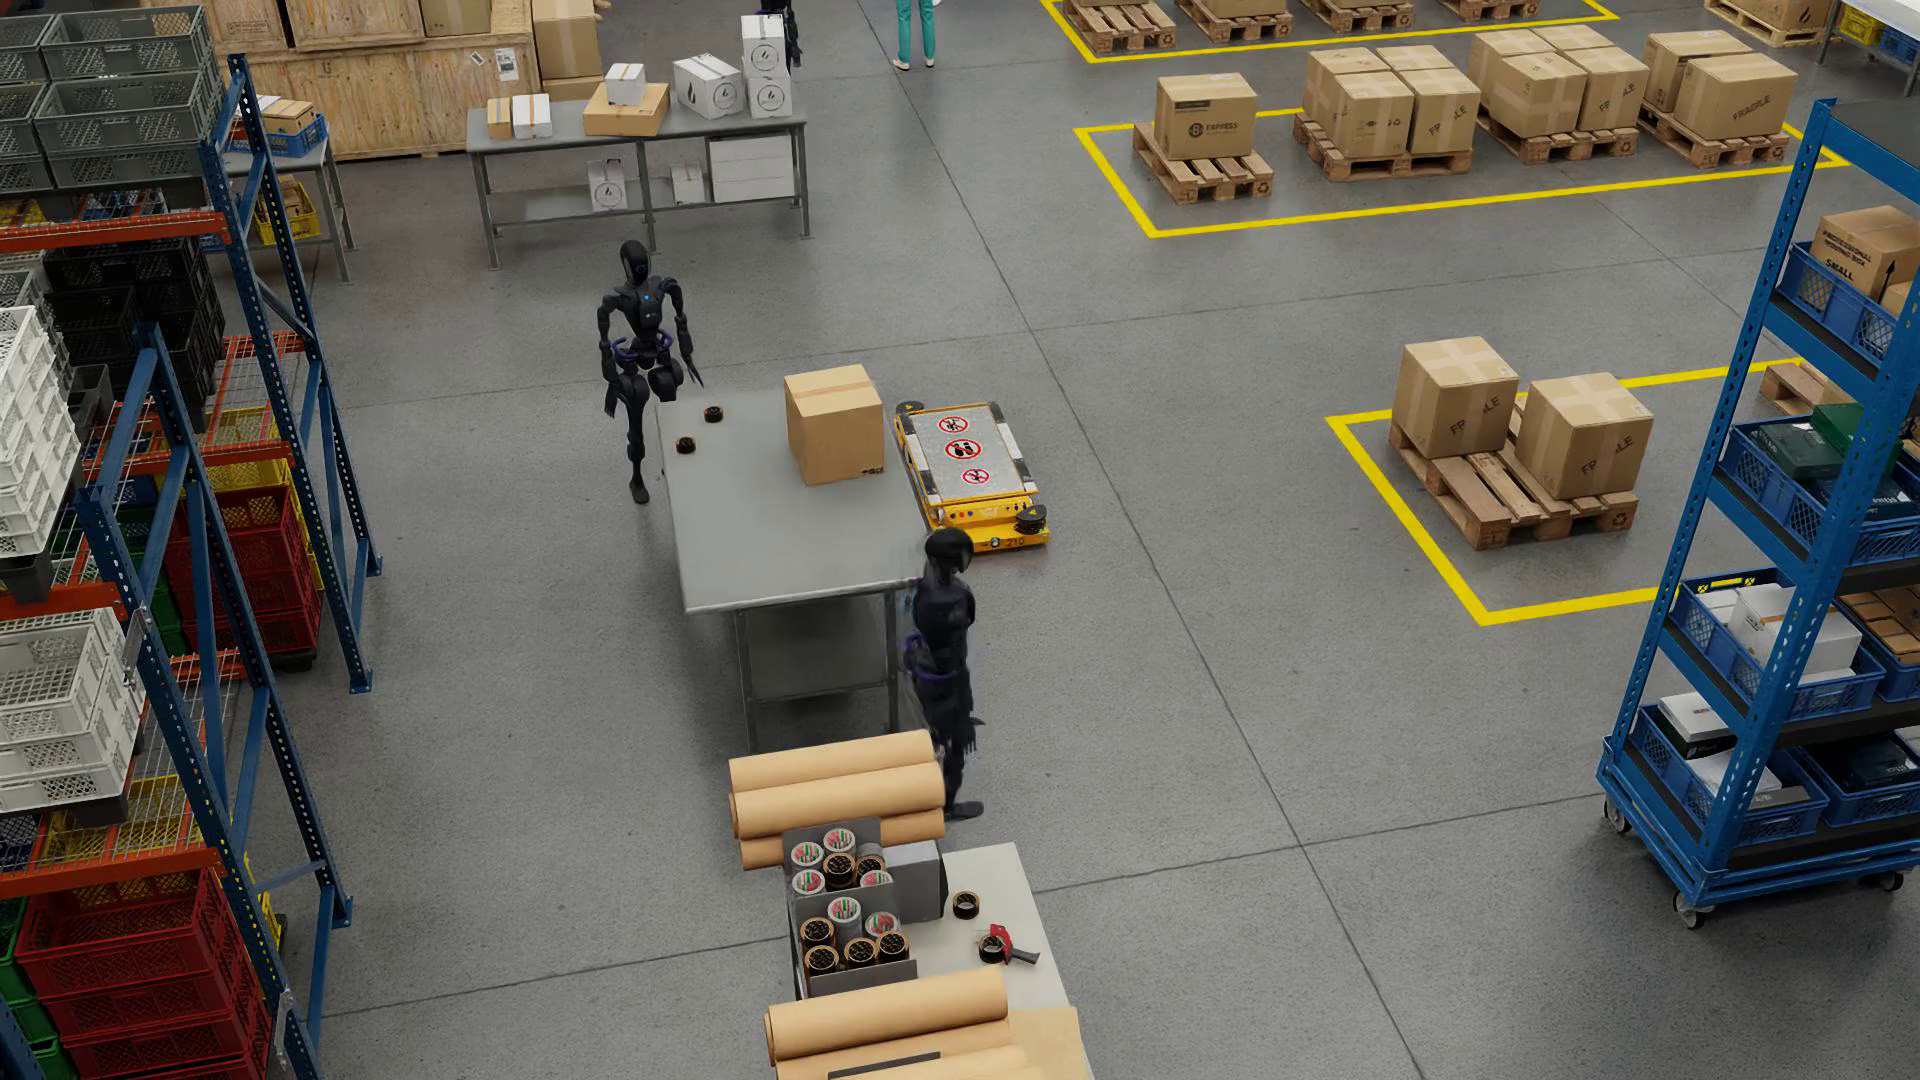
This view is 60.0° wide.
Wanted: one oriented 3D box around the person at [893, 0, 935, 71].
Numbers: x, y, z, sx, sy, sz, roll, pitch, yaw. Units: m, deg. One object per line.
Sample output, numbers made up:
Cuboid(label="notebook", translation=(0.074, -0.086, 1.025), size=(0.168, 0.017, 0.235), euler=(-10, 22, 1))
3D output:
Cuboid(label="person", translation=(-0.437, -5.213, 15.304), size=(0.524, 1.768, 0.306), euler=(-11, 38, -15))

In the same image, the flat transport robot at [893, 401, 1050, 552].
Cuboid(label="flat transport robot", translation=(0.046, -0.430, 10.108), size=(0.652, 0.197, 1.431), euler=(-8, 37, -10))

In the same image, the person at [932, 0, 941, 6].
Cuboid(label="person", translation=(-0.465, -6.309, 16.644), size=(0.585, 1.928, 0.366), euler=(15, 39, 20))

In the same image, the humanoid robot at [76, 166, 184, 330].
Cuboid(label="humanoid robot", translation=(-5.463, -1.915, 10.935), size=(0.588, 1.657, 0.326), euler=(-27, 44, -31))

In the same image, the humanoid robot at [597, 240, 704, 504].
Cuboid(label="humanoid robot", translation=(-1.811, -0.990, 9.692), size=(0.612, 1.657, 0.318), euler=(-23, 42, -28))

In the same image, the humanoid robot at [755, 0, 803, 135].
Cuboid(label="humanoid robot", translation=(-1.546, -4.297, 14.138), size=(0.321, 1.657, 0.608), euler=(-19, 41, -24))

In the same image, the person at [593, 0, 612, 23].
Cuboid(label="person", translation=(-3.732, -6.182, 16.380), size=(0.536, 2.000, 0.674), euler=(4, 37, 6))

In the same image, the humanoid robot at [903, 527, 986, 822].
Cuboid(label="humanoid robot", translation=(-0.130, 0.647, 7.504), size=(0.467, 1.642, 0.596), euler=(-10, 38, -13))
